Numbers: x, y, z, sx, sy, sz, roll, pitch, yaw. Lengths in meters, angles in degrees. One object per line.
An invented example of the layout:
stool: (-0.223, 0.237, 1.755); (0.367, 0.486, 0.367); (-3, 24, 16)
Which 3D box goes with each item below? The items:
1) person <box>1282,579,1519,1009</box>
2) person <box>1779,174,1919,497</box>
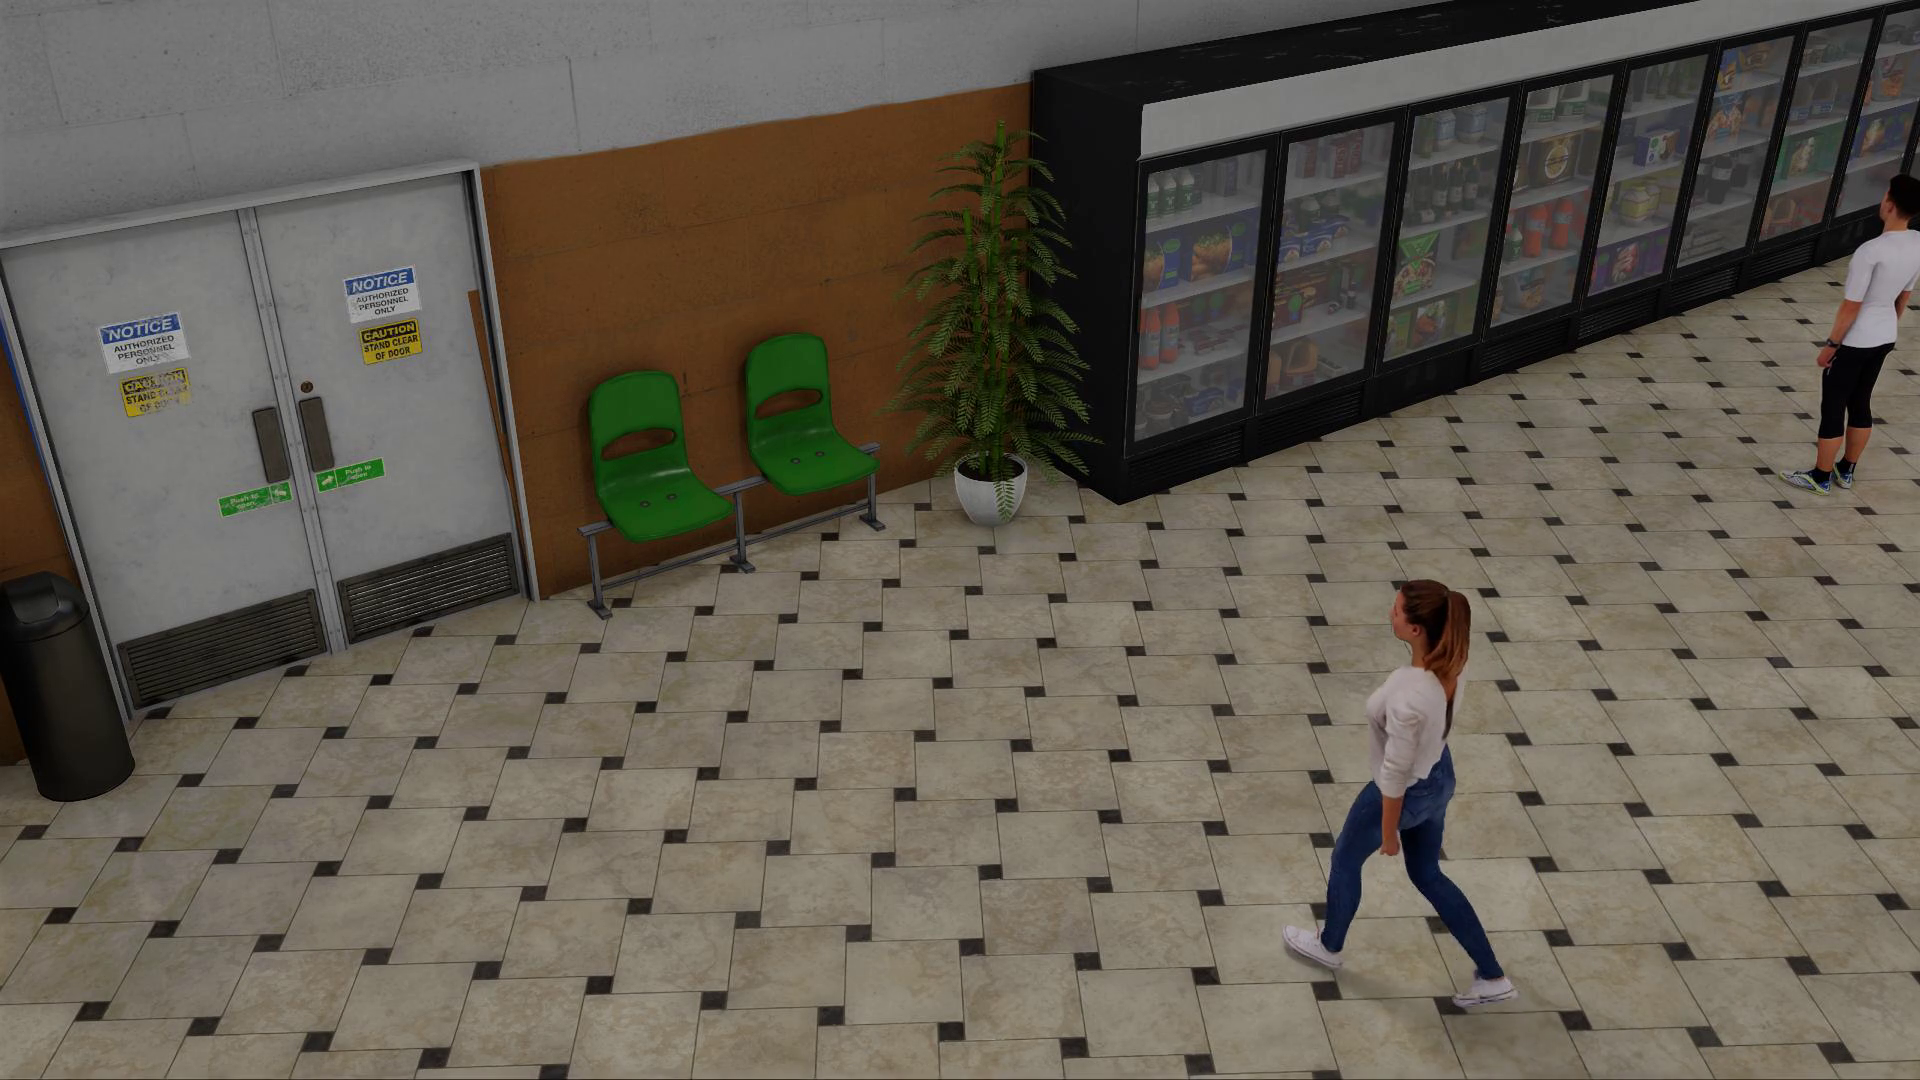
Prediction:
person: (1.625, 0.922, 5.730); (1.135, 1.691, 0.750); (25, 37, 38)
person: (5.073, -1.135, 9.329); (0.713, 1.852, 0.624); (-12, 31, -21)
